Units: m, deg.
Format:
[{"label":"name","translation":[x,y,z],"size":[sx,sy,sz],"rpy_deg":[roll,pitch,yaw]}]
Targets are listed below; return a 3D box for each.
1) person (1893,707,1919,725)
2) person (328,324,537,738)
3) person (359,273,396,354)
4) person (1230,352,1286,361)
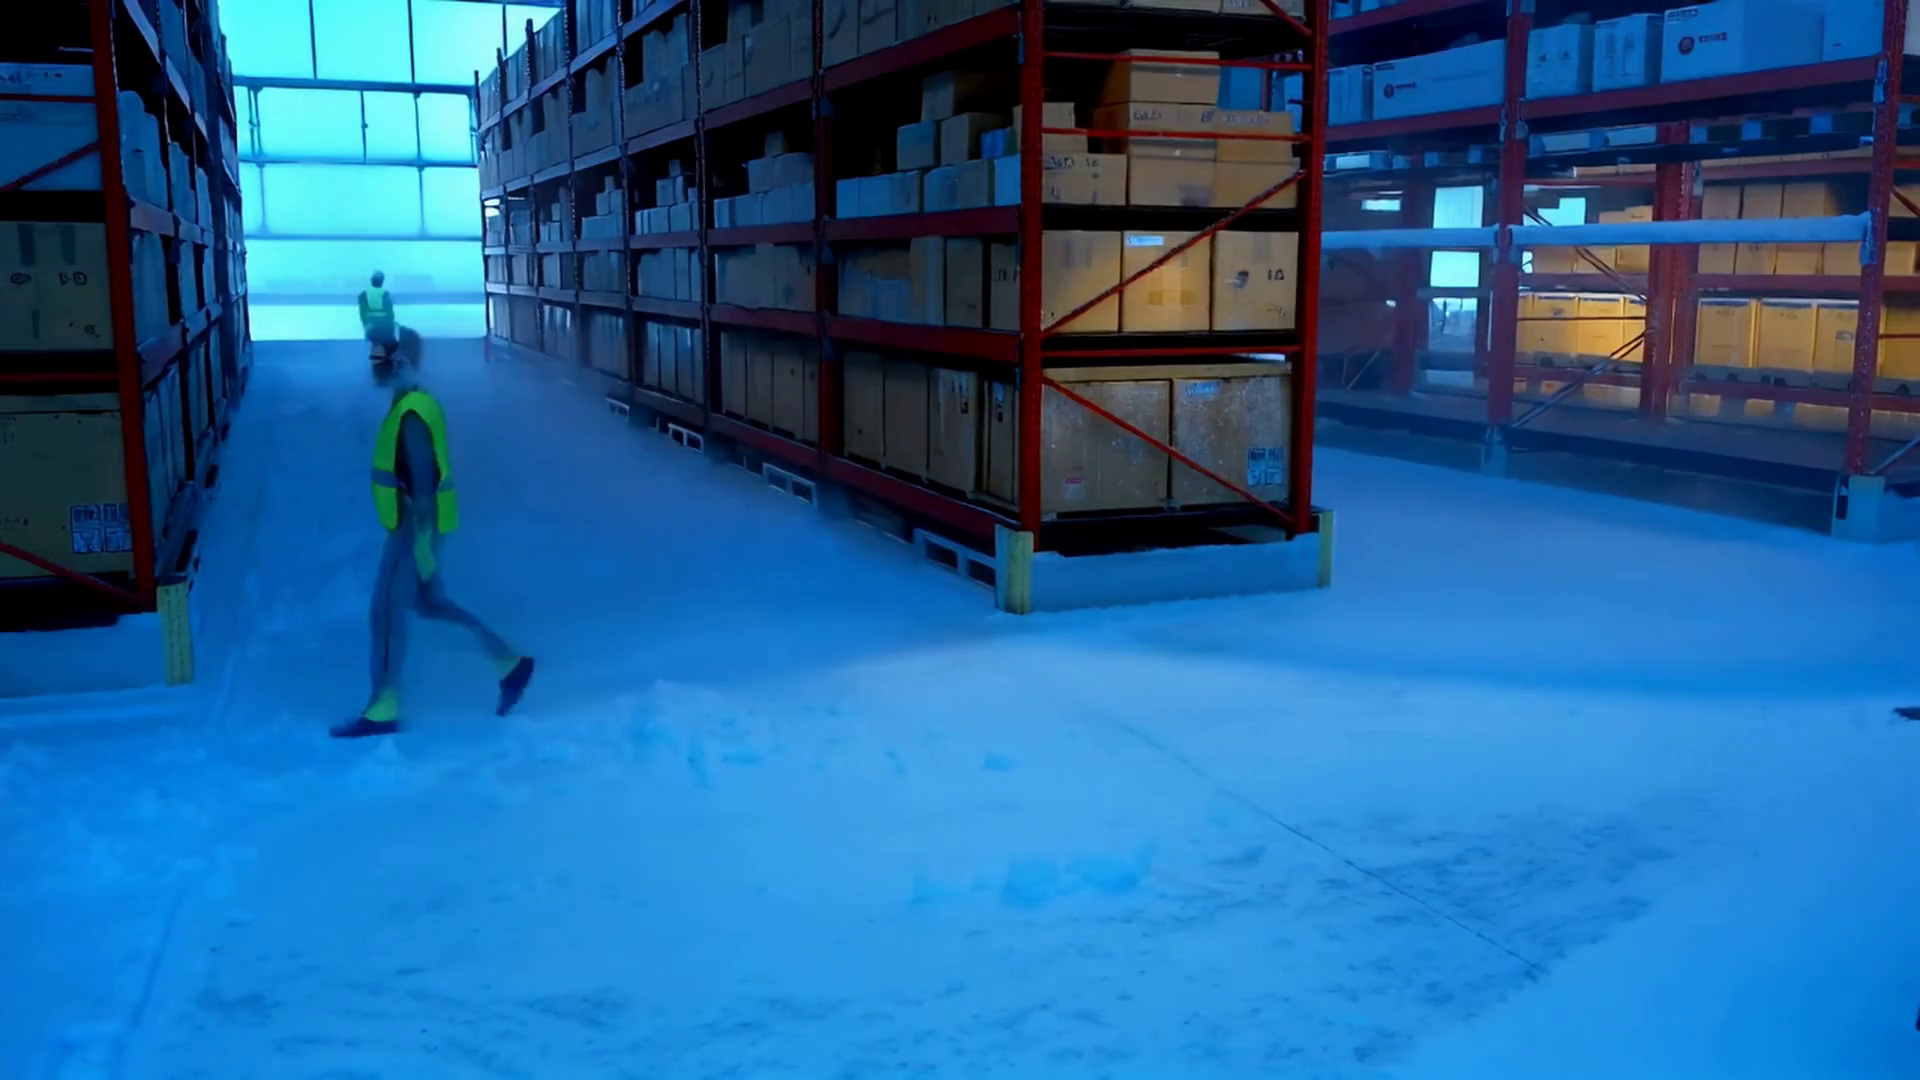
[{"label":"person","translation":[4.496,-0.092,7.362],"size":[0.642,1.900,0.401],"rpy_deg":[-3,10,-18]},{"label":"person","translation":[-2.354,-0.047,7.337],"size":[0.847,1.817,0.576],"rpy_deg":[-3,10,-18]},{"label":"person","translation":[-11.121,-4.154,31.745],"size":[0.672,1.871,1.020],"rpy_deg":[-3,10,-20]},{"label":"person","translation":[2.934,-1.588,16.525],"size":[0.615,1.822,0.413],"rpy_deg":[-3,10,-19]}]
